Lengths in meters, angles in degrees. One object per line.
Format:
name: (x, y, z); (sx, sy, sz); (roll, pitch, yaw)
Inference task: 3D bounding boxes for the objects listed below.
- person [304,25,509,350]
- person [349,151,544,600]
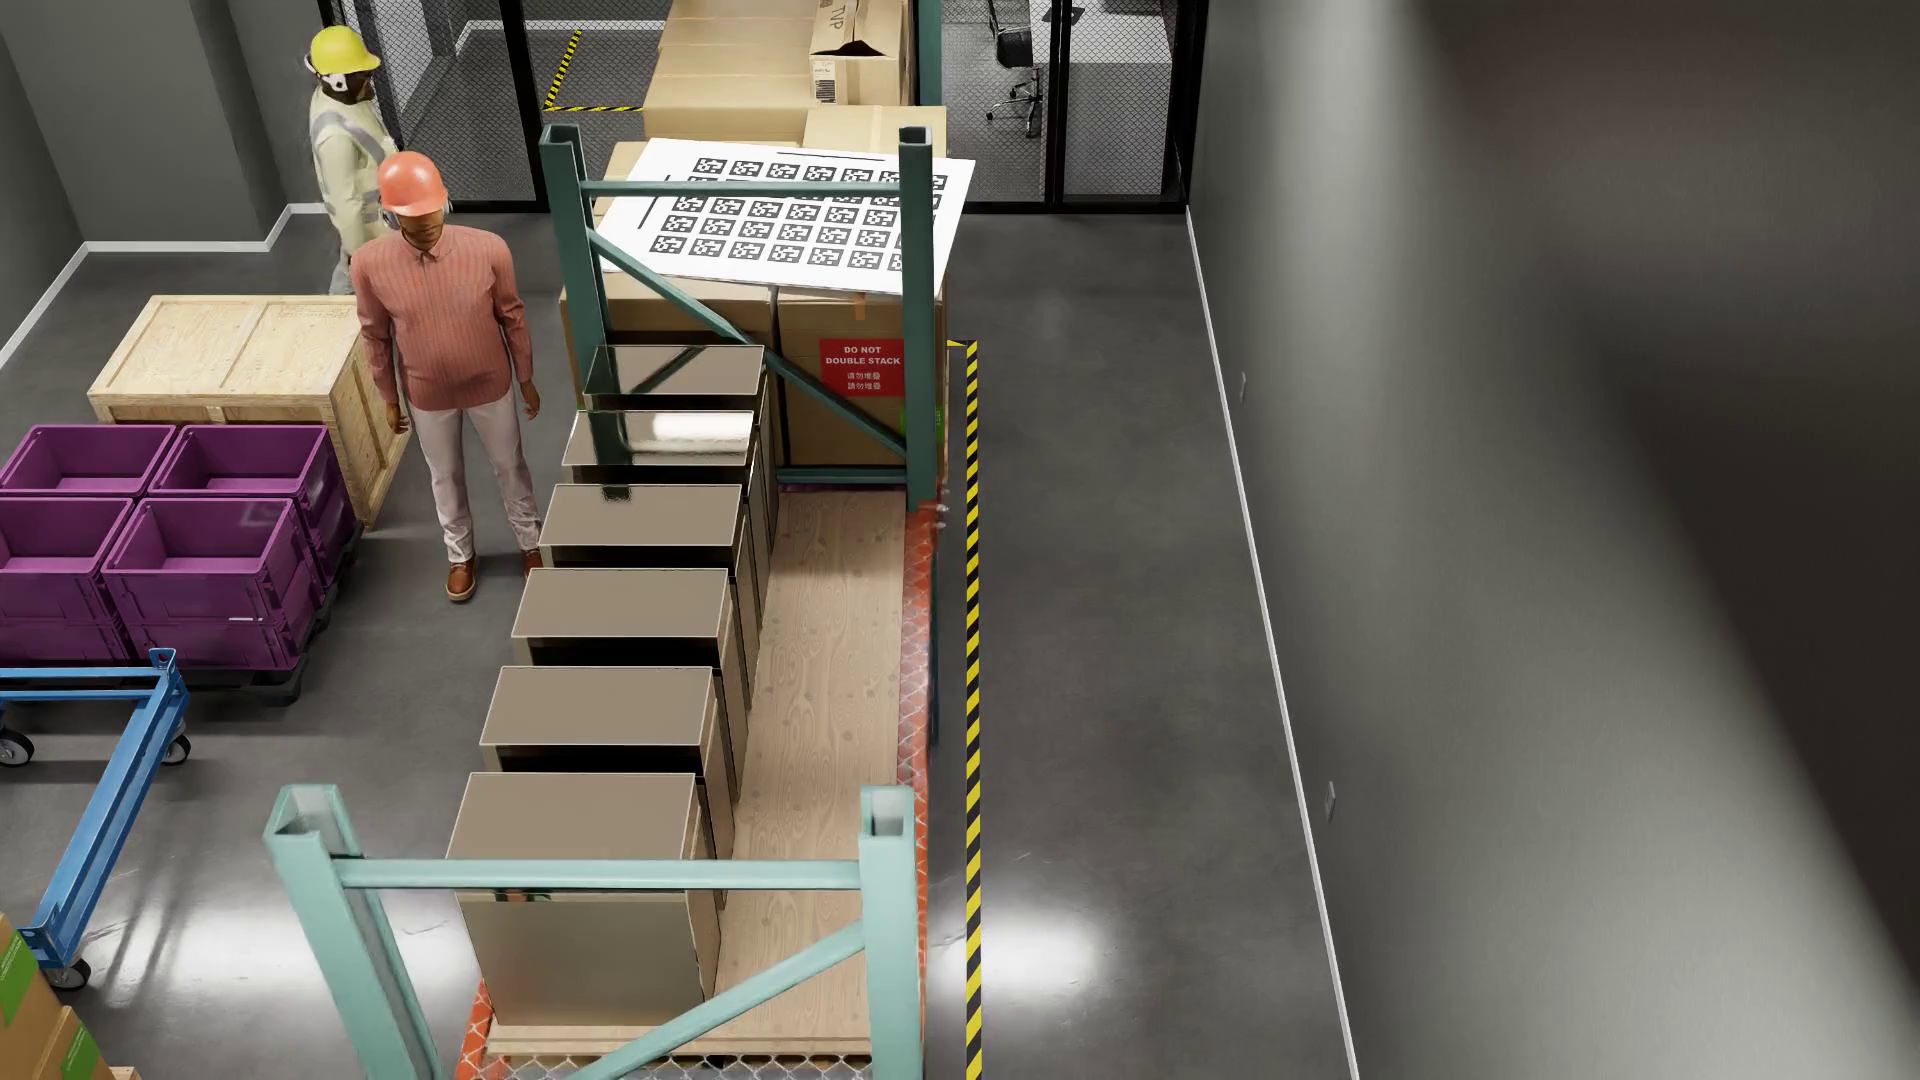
person: (-2.777, -1.554, 7.787); (0.935, 1.788, 0.590); (-12, 43, -13)
person: (-1.978, -0.618, 6.548); (0.622, 1.996, 0.369); (-10, 42, -11)
